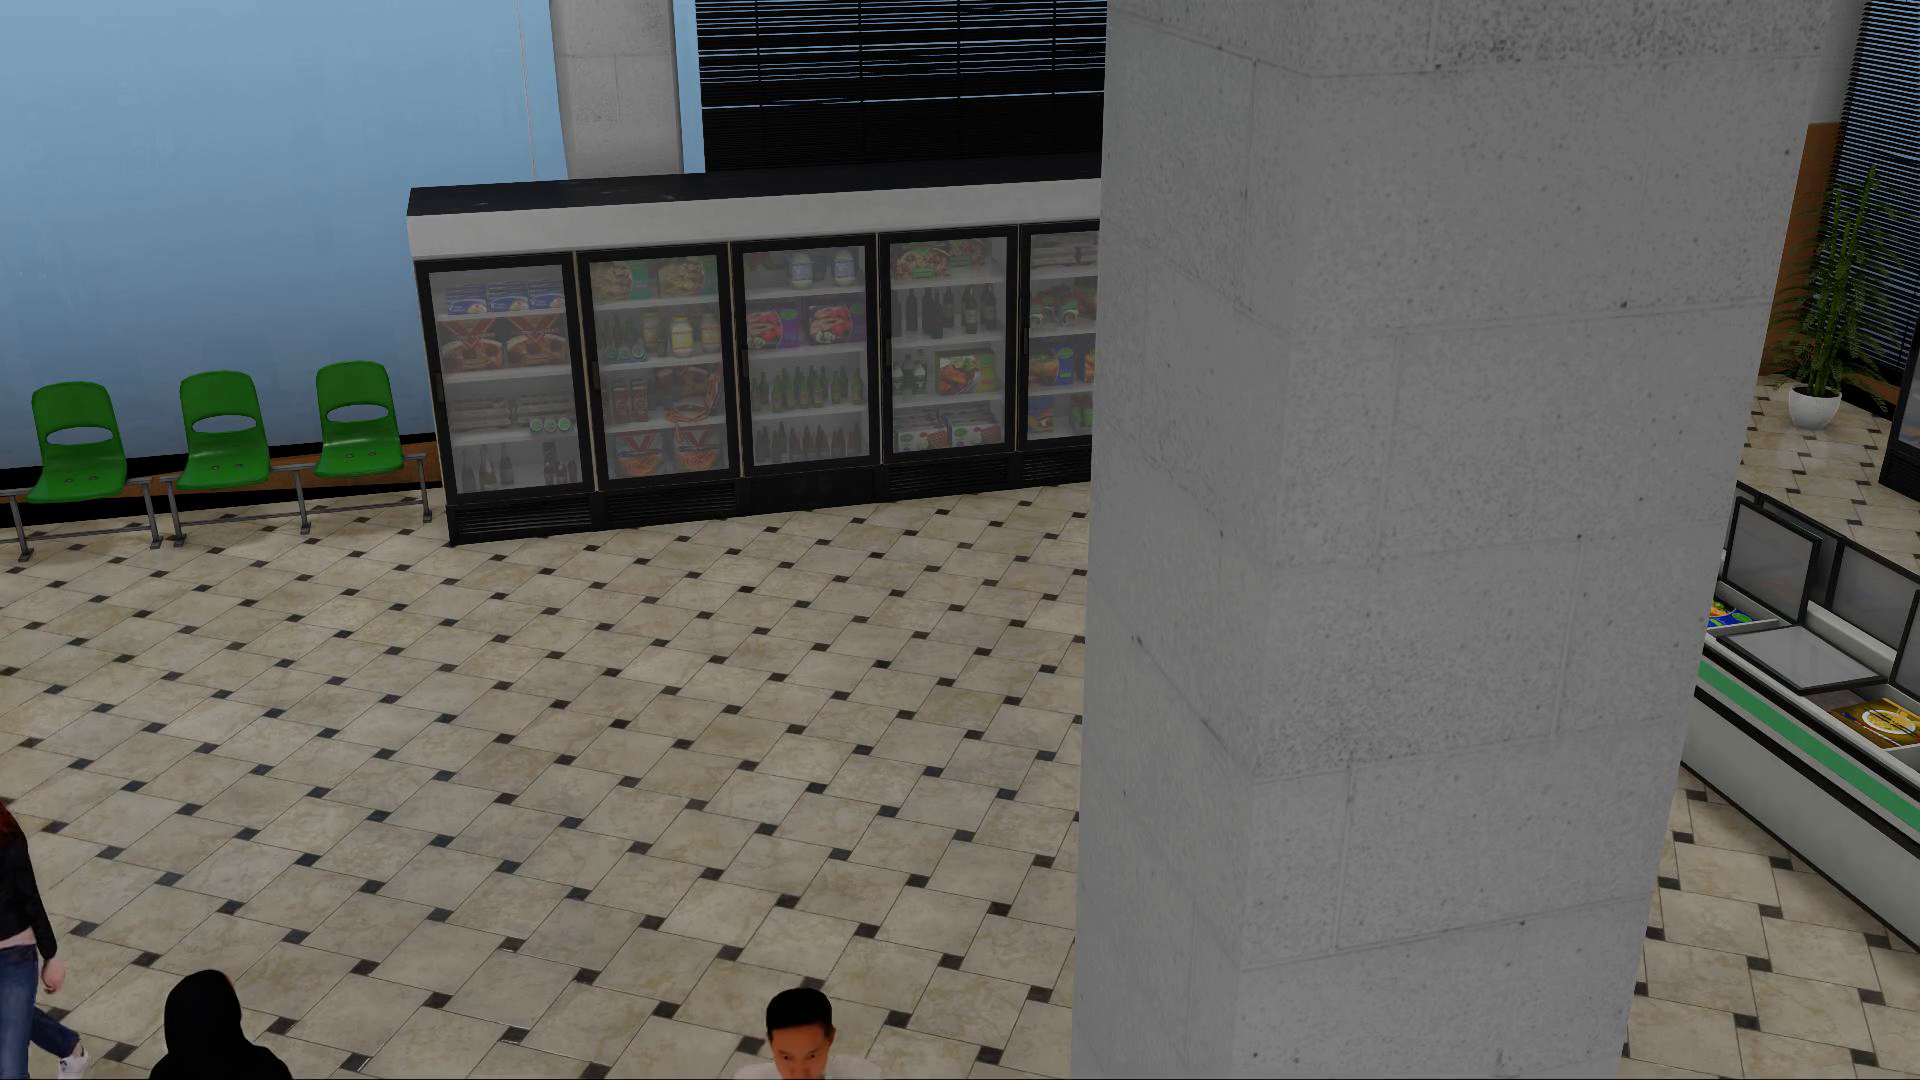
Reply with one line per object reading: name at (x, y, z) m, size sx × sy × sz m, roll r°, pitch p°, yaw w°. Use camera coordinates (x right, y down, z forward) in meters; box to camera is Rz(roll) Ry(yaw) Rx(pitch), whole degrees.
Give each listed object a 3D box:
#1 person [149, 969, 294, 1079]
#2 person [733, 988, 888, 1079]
person at (-2.175, 1.978, 5.069) m, size 0.672 × 1.615 × 0.684 m, roll 1°, pitch 24°, yaw 3°
person at (-0.411, 1.988, 4.862) m, size 0.749 × 1.762 × 1.182 m, roll -4°, pitch 24°, yaw -9°
